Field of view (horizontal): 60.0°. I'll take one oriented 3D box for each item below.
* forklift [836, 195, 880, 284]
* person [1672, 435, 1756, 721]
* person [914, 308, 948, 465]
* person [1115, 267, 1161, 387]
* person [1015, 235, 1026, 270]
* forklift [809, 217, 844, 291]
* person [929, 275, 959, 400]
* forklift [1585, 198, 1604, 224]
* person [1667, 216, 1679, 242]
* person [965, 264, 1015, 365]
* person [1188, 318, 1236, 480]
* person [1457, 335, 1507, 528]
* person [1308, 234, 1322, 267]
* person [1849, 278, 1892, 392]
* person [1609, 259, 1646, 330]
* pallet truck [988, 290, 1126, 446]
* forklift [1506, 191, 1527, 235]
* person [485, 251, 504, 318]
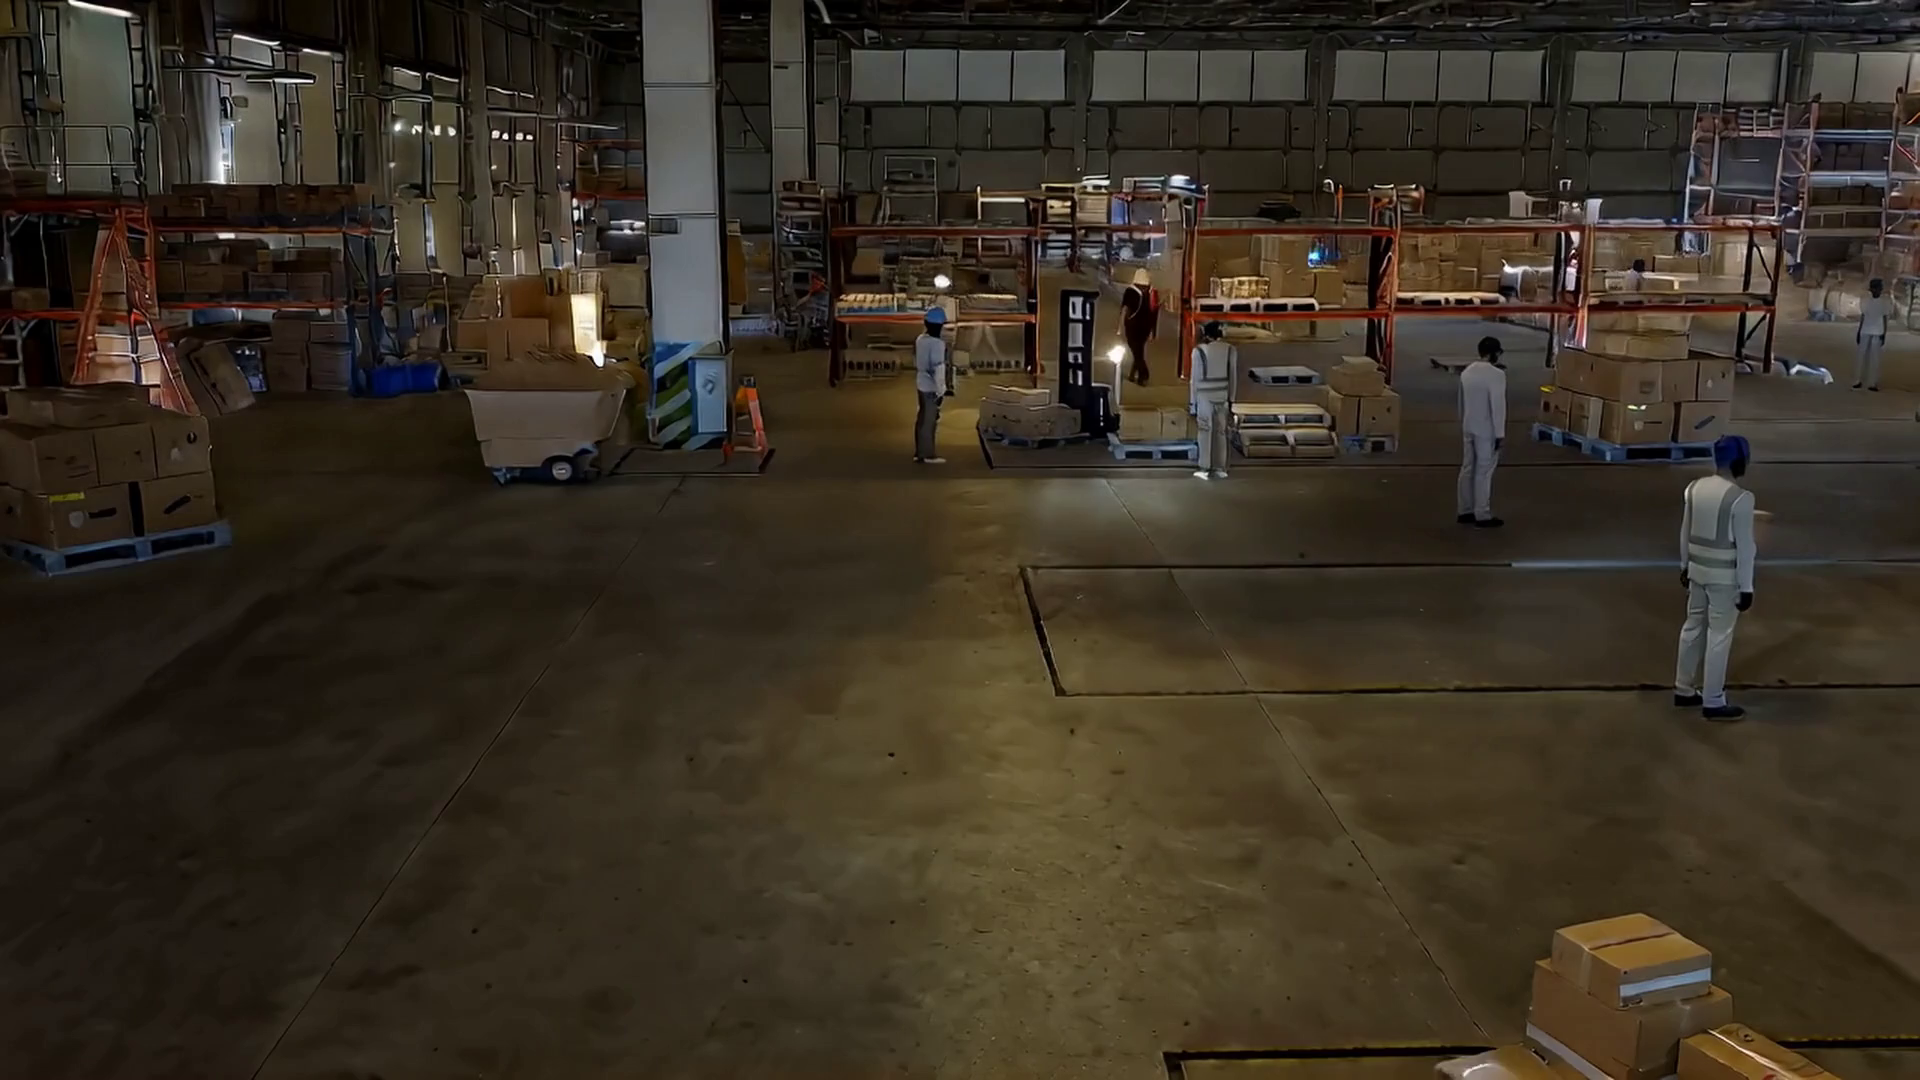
[{"bbox_3d":[-3.570,-9.521,52.710,1.873,2.768,1.129,-7,14,-28],"label":"forklift"},{"bbox_3d":[4.954,0.245,10.881,0.346,1.882,0.584,-4,13,-17],"label":"person"},{"bbox_3d":[-0.345,-1.877,20.389,0.388,1.919,0.582,-7,14,-30],"label":"person"},{"bbox_3d":[3.041,-3.619,27.974,0.684,2.000,0.986,-6,14,-26],"label":"person"},{"bbox_3d":[2.014,-8.879,52.597,0.552,1.648,0.868,0,12,1],"label":"person"},{"bbox_3d":[-4.374,-8.620,48.638,1.873,2.768,1.129,0,12,-2],"label":"forklift"},{"bbox_3d":[-0.276,-3.192,26.254,0.393,1.946,0.617,11,17,41],"label":"person"},{"bbox_3d":[17.706,-8.203,46.758,1.873,2.768,1.129,3,13,13],"label":"forklift"},{"bbox_3d":[26.619,-11.135,62.146,0.363,1.934,0.552,4,13,19],"label":"person"},{"bbox_3d":[0.506,-4.161,30.816,1.006,1.872,0.598,1,13,6],"label":"person"},{"bbox_3d":[2.933,-1.640,19.391,0.575,1.886,0.362,-3,13,-14],"label":"person"},{"bbox_3d":[5.283,-1.098,16.820,0.373,1.941,0.627,-5,13,-20],"label":"person"},{"bbox_3d":[12.341,-10.073,57.887,0.540,1.697,0.318,-2,13,-8],"label":"person"},{"bbox_3d":[14.911,-3.353,27.201,0.322,1.859,0.511,-7,14,-30],"label":"person"},{"bbox_3d":[13.853,-4.926,34.442,0.916,1.804,0.634,8,15,32],"label":"person"},{"bbox_3d":[1.257,-2.299,22.111,1.885,1.965,0.823,-9,15,-35],"label":"pallet truck"},{"bbox_3d":[21.009,-11.781,62.914,1.873,2.768,1.129,0,12,-2],"label":"forklift"},{"bbox_3d":[-11.474,-6.268,40.872,0.518,1.633,0.312,10,16,39],"label":"person"}]
